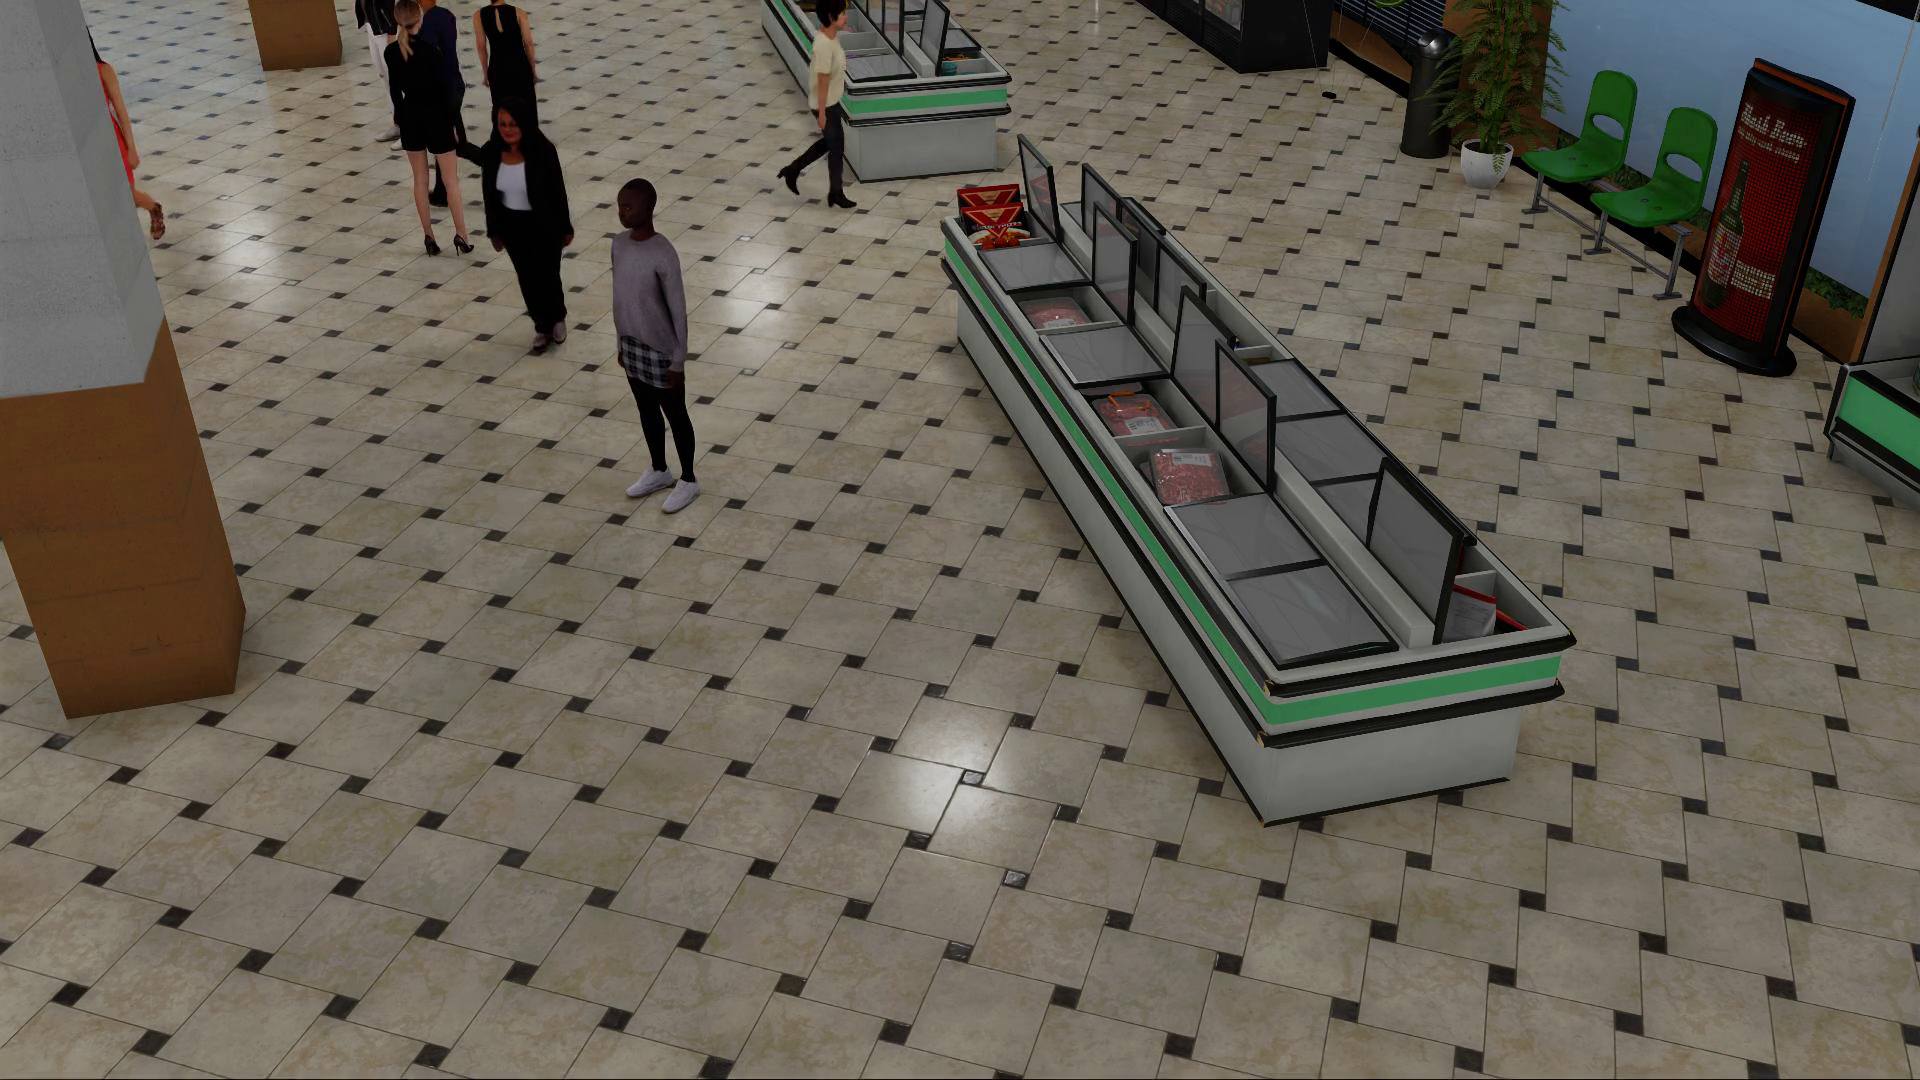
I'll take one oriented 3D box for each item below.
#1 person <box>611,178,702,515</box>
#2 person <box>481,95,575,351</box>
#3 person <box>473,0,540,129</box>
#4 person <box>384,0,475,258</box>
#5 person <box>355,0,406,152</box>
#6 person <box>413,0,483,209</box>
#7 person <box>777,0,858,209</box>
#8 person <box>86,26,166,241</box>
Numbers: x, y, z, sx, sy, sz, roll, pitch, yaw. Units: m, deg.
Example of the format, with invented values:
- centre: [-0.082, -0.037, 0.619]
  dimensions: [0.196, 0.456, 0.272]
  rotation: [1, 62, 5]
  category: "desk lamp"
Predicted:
- centre: [-1.553, -0.988, 8.482]
  dimensions: [0.660, 1.771, 0.751]
  rotation: [22, 38, 31]
  category: "person"
- centre: [-2.612, -1.953, 10.187]
  dimensions: [0.741, 1.608, 0.731]
  rotation: [1, 32, 2]
  category: "person"
- centre: [-3.462, -3.567, 12.785]
  dimensions: [0.603, 1.604, 0.547]
  rotation: [-4, 32, -6]
  category: "person"
- centre: [-3.663, -2.817, 11.424]
  dimensions: [0.642, 1.768, 0.620]
  rotation: [1, 32, 2]
  category: "person"
- centre: [-4.653, -4.042, 13.457]
  dimensions: [0.725, 1.700, 0.592]
  rotation: [-23, 39, -32]
  category: "person"
- centre: [-3.660, -3.245, 12.113]
  dimensions: [0.786, 1.768, 1.038]
  rotation: [-4, 32, -6]
  category: "person"
- centre: [-1.045, -3.202, 12.233]
  dimensions: [0.768, 1.567, 0.819]
  rotation: [2, 32, 3]
  category: "person"
- centre: [-5.770, -2.676, 11.262]
  dimensions: [0.758, 1.700, 1.048]
  rotation: [0, 32, 1]
  category: "person"
